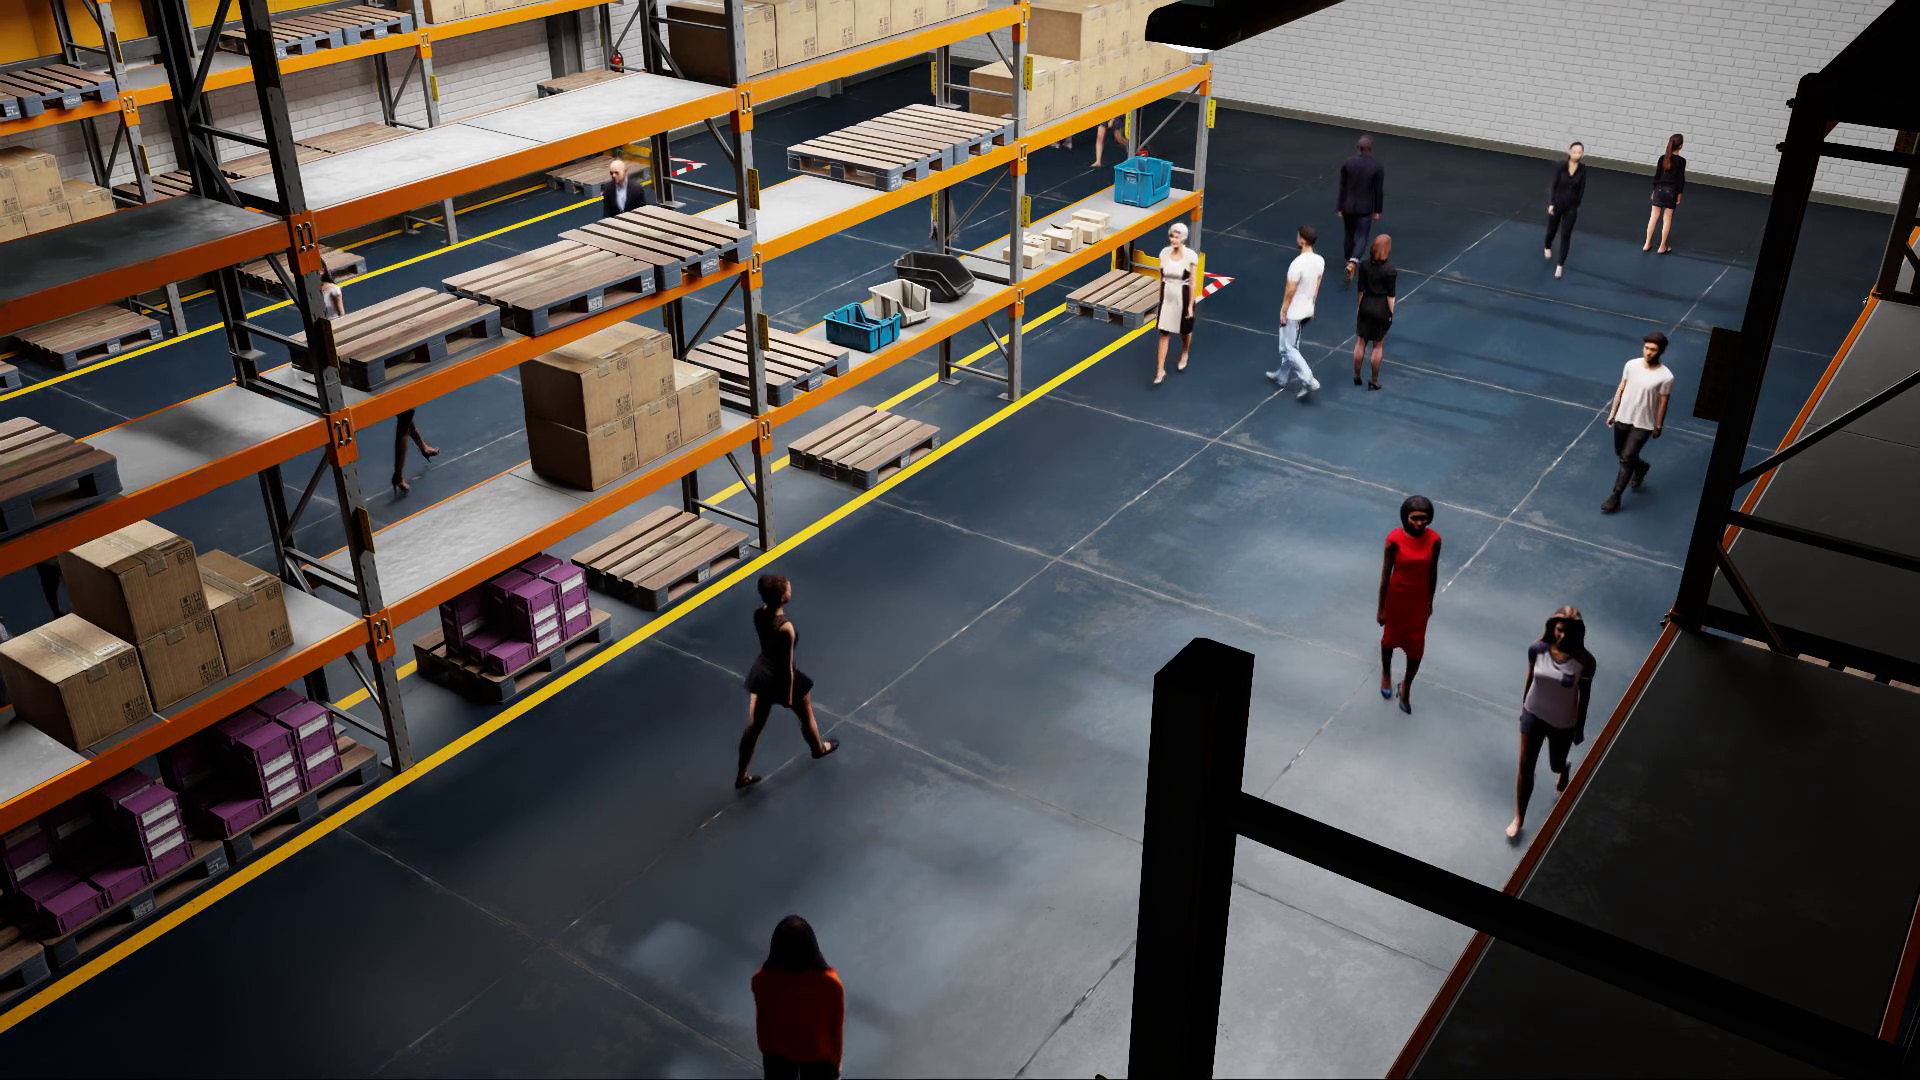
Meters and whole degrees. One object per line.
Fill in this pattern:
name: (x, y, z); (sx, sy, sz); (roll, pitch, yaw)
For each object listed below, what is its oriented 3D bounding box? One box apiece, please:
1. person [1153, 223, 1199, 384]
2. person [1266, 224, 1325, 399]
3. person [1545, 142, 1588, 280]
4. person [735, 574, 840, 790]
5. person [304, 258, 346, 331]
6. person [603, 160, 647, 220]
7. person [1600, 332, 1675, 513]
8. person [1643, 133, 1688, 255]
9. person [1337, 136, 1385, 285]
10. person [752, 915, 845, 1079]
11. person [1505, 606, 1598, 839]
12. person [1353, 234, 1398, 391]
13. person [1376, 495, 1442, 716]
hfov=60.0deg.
person: (2.380, -2.560, 17.906); (0.735, 1.704, 1.112); (14, 32, 24)
person: (3.590, -2.377, 17.431); (1.061, 1.838, 0.900); (-24, 37, -37)
person: (7.557, -4.171, 20.884); (0.848, 1.681, 1.119); (6, 29, 10)
person: (-1.336, 0.997, 11.460); (1.138, 1.632, 0.707); (-26, 38, -38)
person: (-6.361, -2.046, 16.901); (0.734, 1.764, 0.789); (9, 30, 17)
person: (-3.939, -3.706, 19.949); (1.099, 1.760, 1.301); (3, 29, 5)
person: (6.253, -1.127, 15.285); (1.116, 1.698, 0.863); (-19, 34, -30)
person: (9.205, -4.527, 21.667); (0.551, 1.556, 0.557); (22, 35, 34)
person: (4.902, -4.062, 20.565); (0.851, 1.795, 1.158); (12, 31, 21)
person: (-0.791, 2.561, 8.482); (0.779, 1.738, 0.843); (3, 29, 5)
person: (3.978, 1.153, 11.099); (0.627, 1.704, 1.009); (19, 34, 31)
person: (4.393, -2.415, 17.638); (0.602, 1.706, 0.517); (22, 36, 35)
person: (3.306, 0.419, 12.420); (0.772, 1.728, 0.845); (1, 29, 1)
